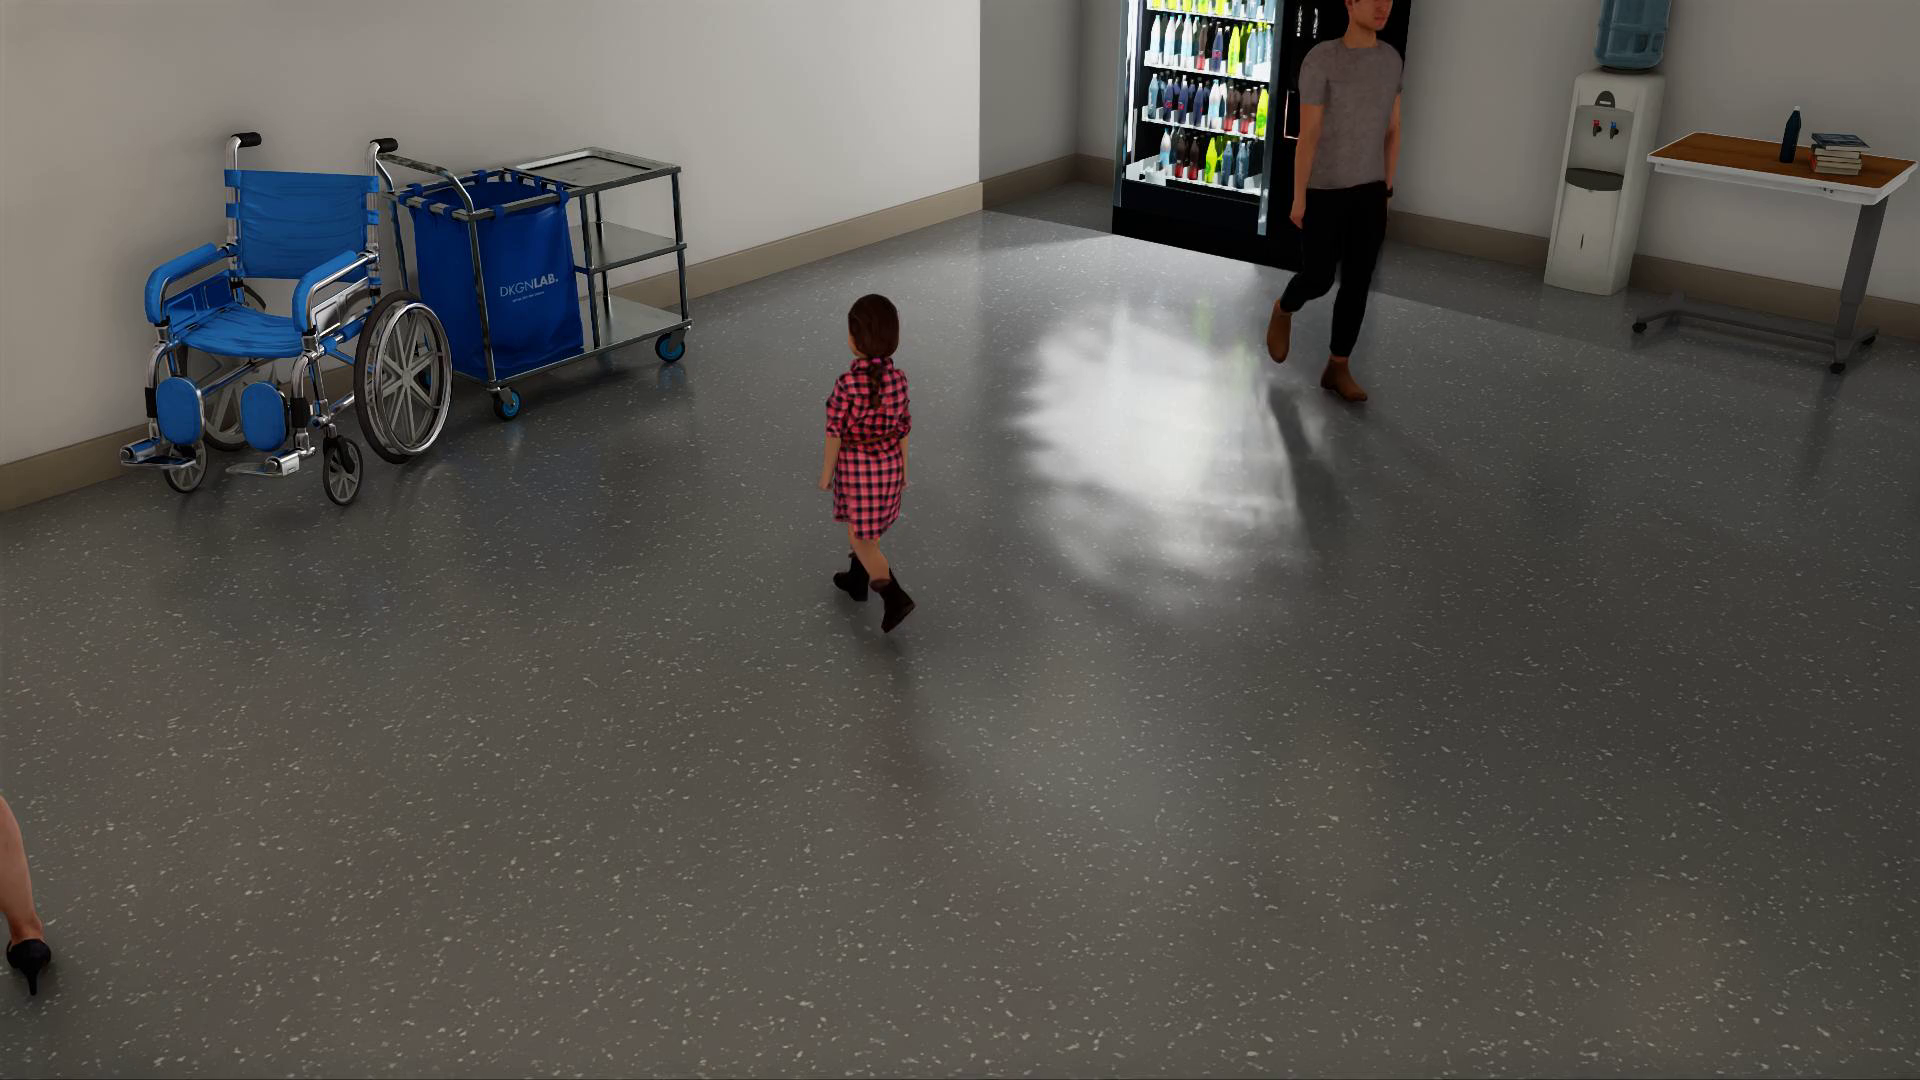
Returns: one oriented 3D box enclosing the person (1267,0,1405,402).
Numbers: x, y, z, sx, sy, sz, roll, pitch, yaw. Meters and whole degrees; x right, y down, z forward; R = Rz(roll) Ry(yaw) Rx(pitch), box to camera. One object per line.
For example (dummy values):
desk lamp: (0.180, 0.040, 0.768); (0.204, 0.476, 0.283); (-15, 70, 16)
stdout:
person: (1.496, -1.428, 6.651); (0.852, 1.709, 0.949); (-7, 27, -15)

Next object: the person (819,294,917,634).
person: (-0.269, -0.212, 4.936); (0.496, 1.008, 0.733); (-19, 32, -34)
